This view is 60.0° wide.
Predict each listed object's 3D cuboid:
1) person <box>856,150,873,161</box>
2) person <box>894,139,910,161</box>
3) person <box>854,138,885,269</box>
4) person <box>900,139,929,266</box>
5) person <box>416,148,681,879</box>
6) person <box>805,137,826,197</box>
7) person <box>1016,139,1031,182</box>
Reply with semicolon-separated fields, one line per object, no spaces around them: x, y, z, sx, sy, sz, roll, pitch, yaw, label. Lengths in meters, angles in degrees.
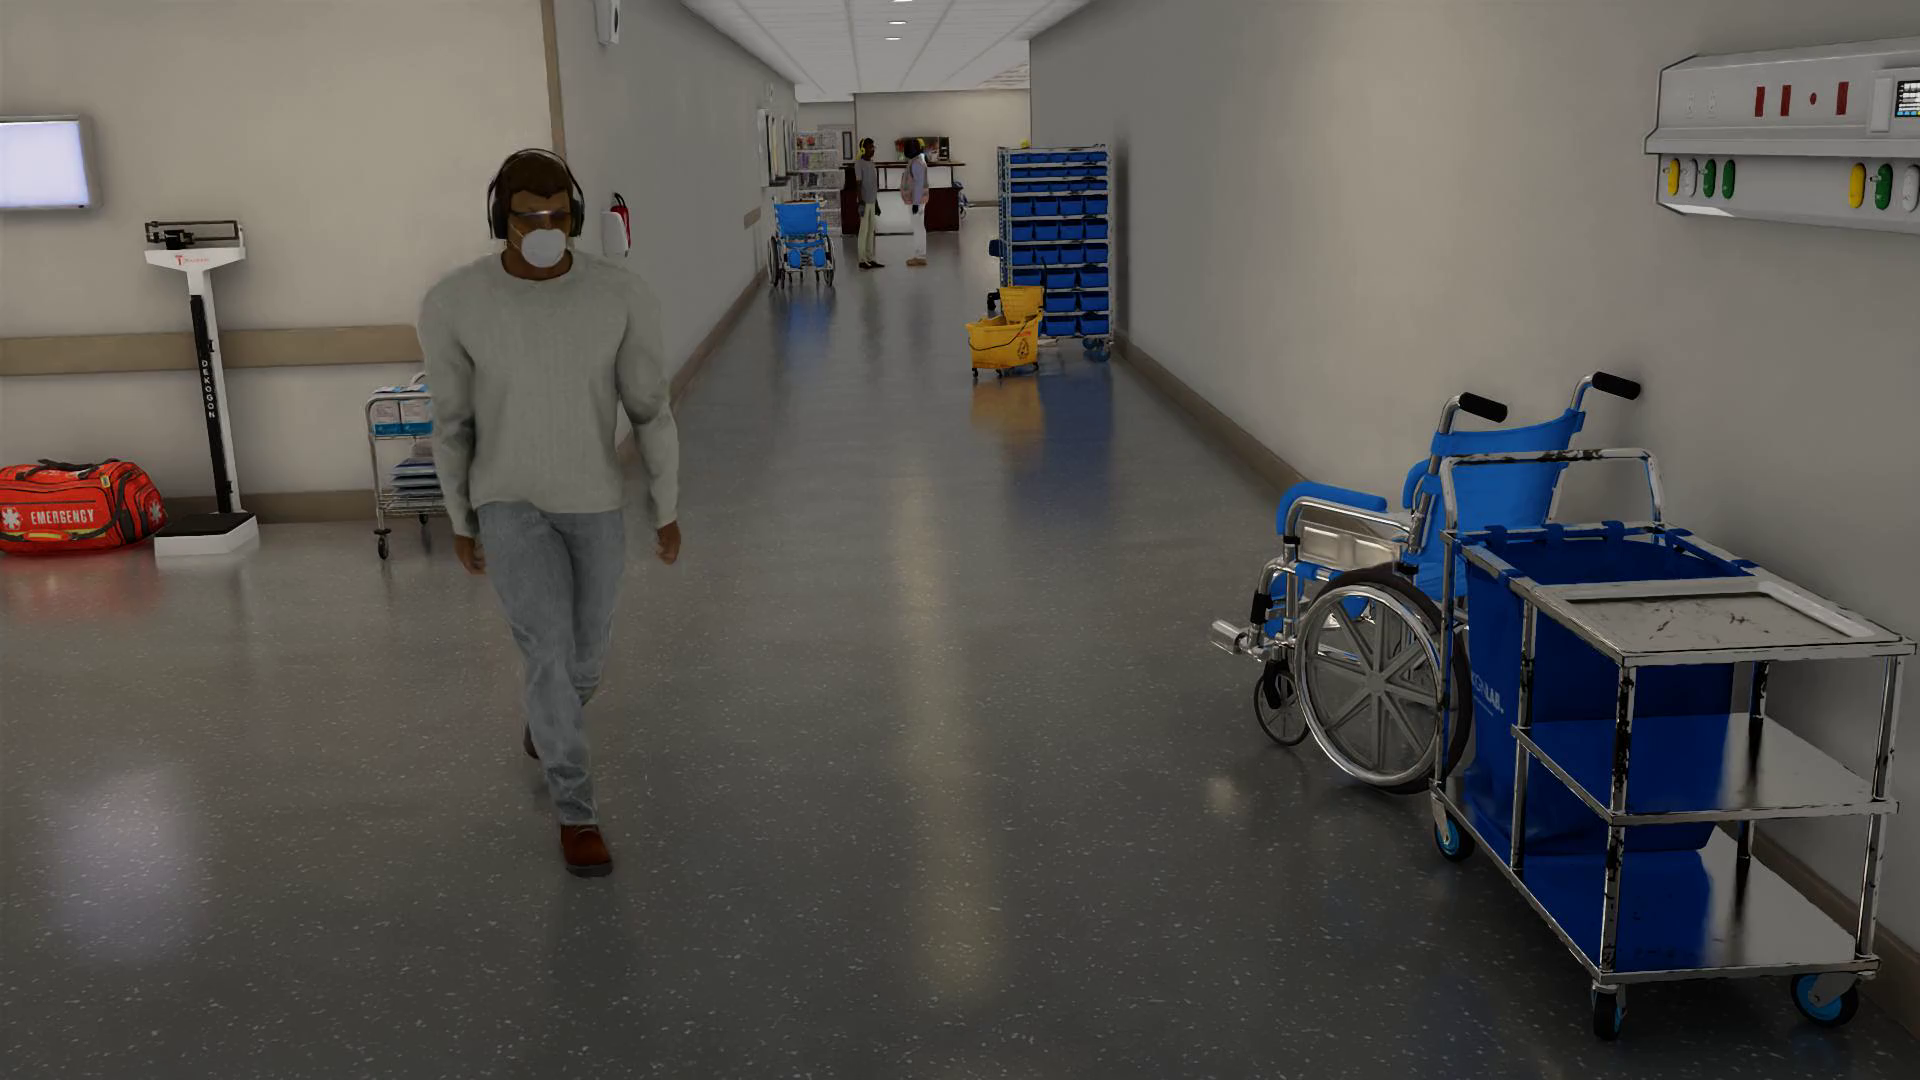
-2.300;-8.873;40.742;0.429;1.844;0.622;-6;14;-17;person
-1.269;-8.196;37.888;0.596;1.814;0.652;-4;14;-8;person
-1.323;-4.886;24.174;0.327;1.874;0.521;5;15;27;person
-0.665;-4.972;24.519;0.429;1.840;0.637;-2;14;-1;person
-1.117;-0.118;4.572;0.643;1.887;0.930;-7;15;-20;person
-4.177;-10.530;47.564;0.609;1.940;1.030;-11;16;-33;person
1.628;-8.847;40.393;0.556;1.737;0.671;0;14;5;person
